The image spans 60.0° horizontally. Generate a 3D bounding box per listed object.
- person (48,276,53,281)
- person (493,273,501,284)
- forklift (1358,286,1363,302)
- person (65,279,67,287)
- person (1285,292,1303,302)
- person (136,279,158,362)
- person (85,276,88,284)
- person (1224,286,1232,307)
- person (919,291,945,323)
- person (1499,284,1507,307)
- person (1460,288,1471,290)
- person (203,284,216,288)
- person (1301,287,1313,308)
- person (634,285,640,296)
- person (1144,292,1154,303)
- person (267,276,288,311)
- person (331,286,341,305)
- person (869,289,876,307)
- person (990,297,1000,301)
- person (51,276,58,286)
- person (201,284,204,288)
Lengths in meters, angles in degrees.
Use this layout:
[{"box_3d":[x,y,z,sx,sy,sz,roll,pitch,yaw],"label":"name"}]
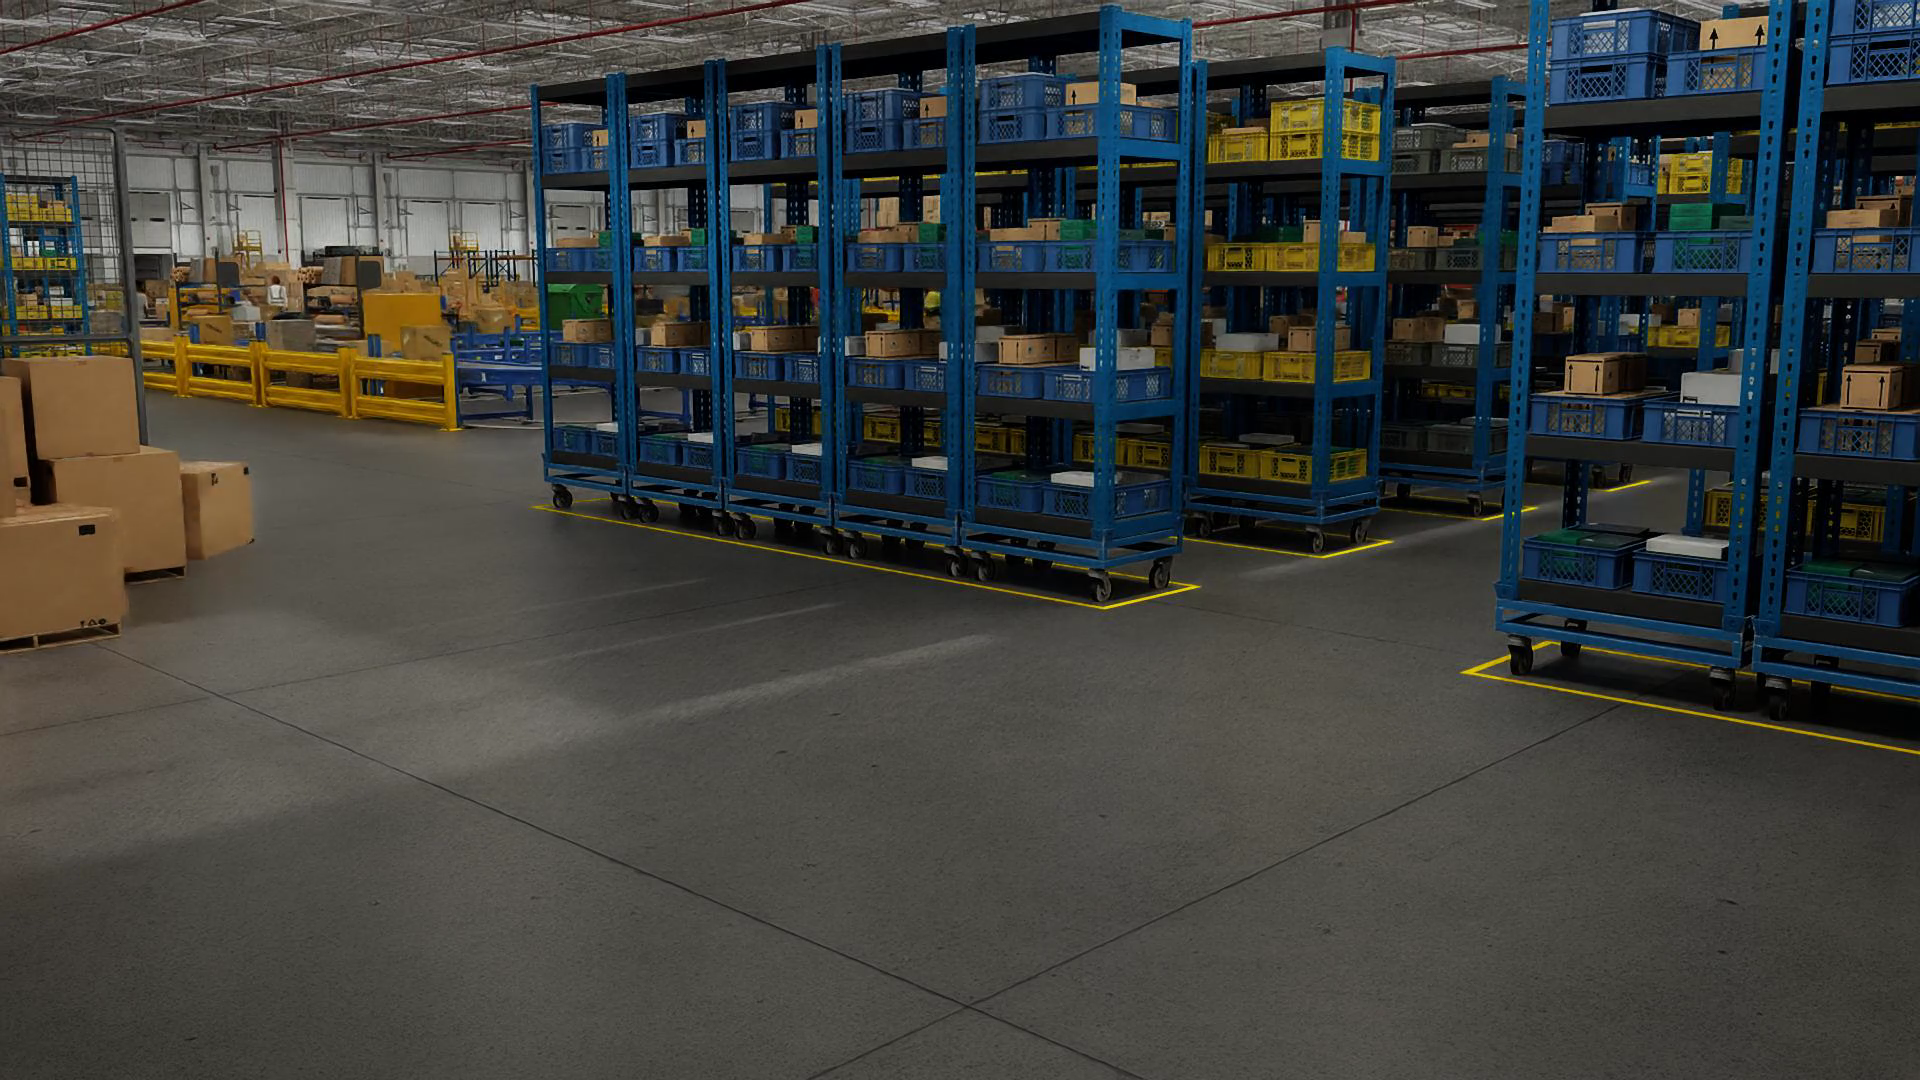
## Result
[{"box_3d":[-44.541,-12.187,81.582,0.382,1.924,0.594,-9,13,-43],"label":"person"},{"box_3d":[-26.051,-14.139,93.874,0.580,1.835,1.004,0,9,-1],"label":"person"},{"box_3d":[11.100,-7.017,46.970,1.873,2.768,1.129,9,13,43],"label":"forklift"},{"box_3d":[-39.813,-10.829,74.067,0.549,1.644,0.888,3,10,16],"label":"person"},{"box_3d":[5.309,-3.247,26.889,0.422,1.891,0.639,-2,9,-13],"label":"person"},{"box_3d":[-18.109,-4.832,36.708,0.520,1.856,0.673,8,12,40],"label":"person"},{"box_3d":[-41.738,-11.718,79.248,0.530,1.745,0.660,7,12,38],"label":"person"},{"box_3d":[3.646,-2.665,23.111,0.922,1.969,0.610,-5,11,-30],"label":"person"},{"box_3d":[-0.293,-1.879,18.702,0.619,1.818,0.421,8,12,41],"label":"person"},{"box_3d":[13.980,-5.831,42.961,0.840,1.802,0.588,7,12,38],"label":"person"},{"box_3d":[16.989,-7.970,56.142,0.955,1.792,0.568,7,12,38],"label":"person"},{"box_3d":[-25.555,-8.212,56.861,1.063,2.000,0.689,-6,11,-34],"label":"person"},{"box_3d":[5.572,-3.331,27.658,0.596,1.809,0.829,6,11,33],"label":"person"},{"box_3d":[-17.614,-13.538,90.113,0.516,1.844,0.332,-1,9,-6],"label":"person"},{"box_3d":[7.183,-9.183,63.379,1.000,1.848,0.667,4,10,21],"label":"person"},{"box_3d":[-21.176,-7.265,51.597,0.604,1.867,0.627,1,9,4],"label":"person"},{"box_3d":[-19.585,-7.419,52.318,0.363,1.935,0.553,-4,10,-22],"label":"person"},{"box_3d":[-3.766,-10.574,71.593,0.377,1.958,0.600,2,9,12],"label":"person"},{"box_3d":[1.122,-7.745,55.085,0.552,1.669,0.697,-8,12,-41],"label":"person"},{"box_3d":[-38.594,-10.423,71.066,0.448,1.826,0.658,-1,9,-7],"label":"person"},{"box_3d":[-31.337,-10.073,68.892,0.796,1.846,0.519,-7,11,-36],"label":"person"}]
